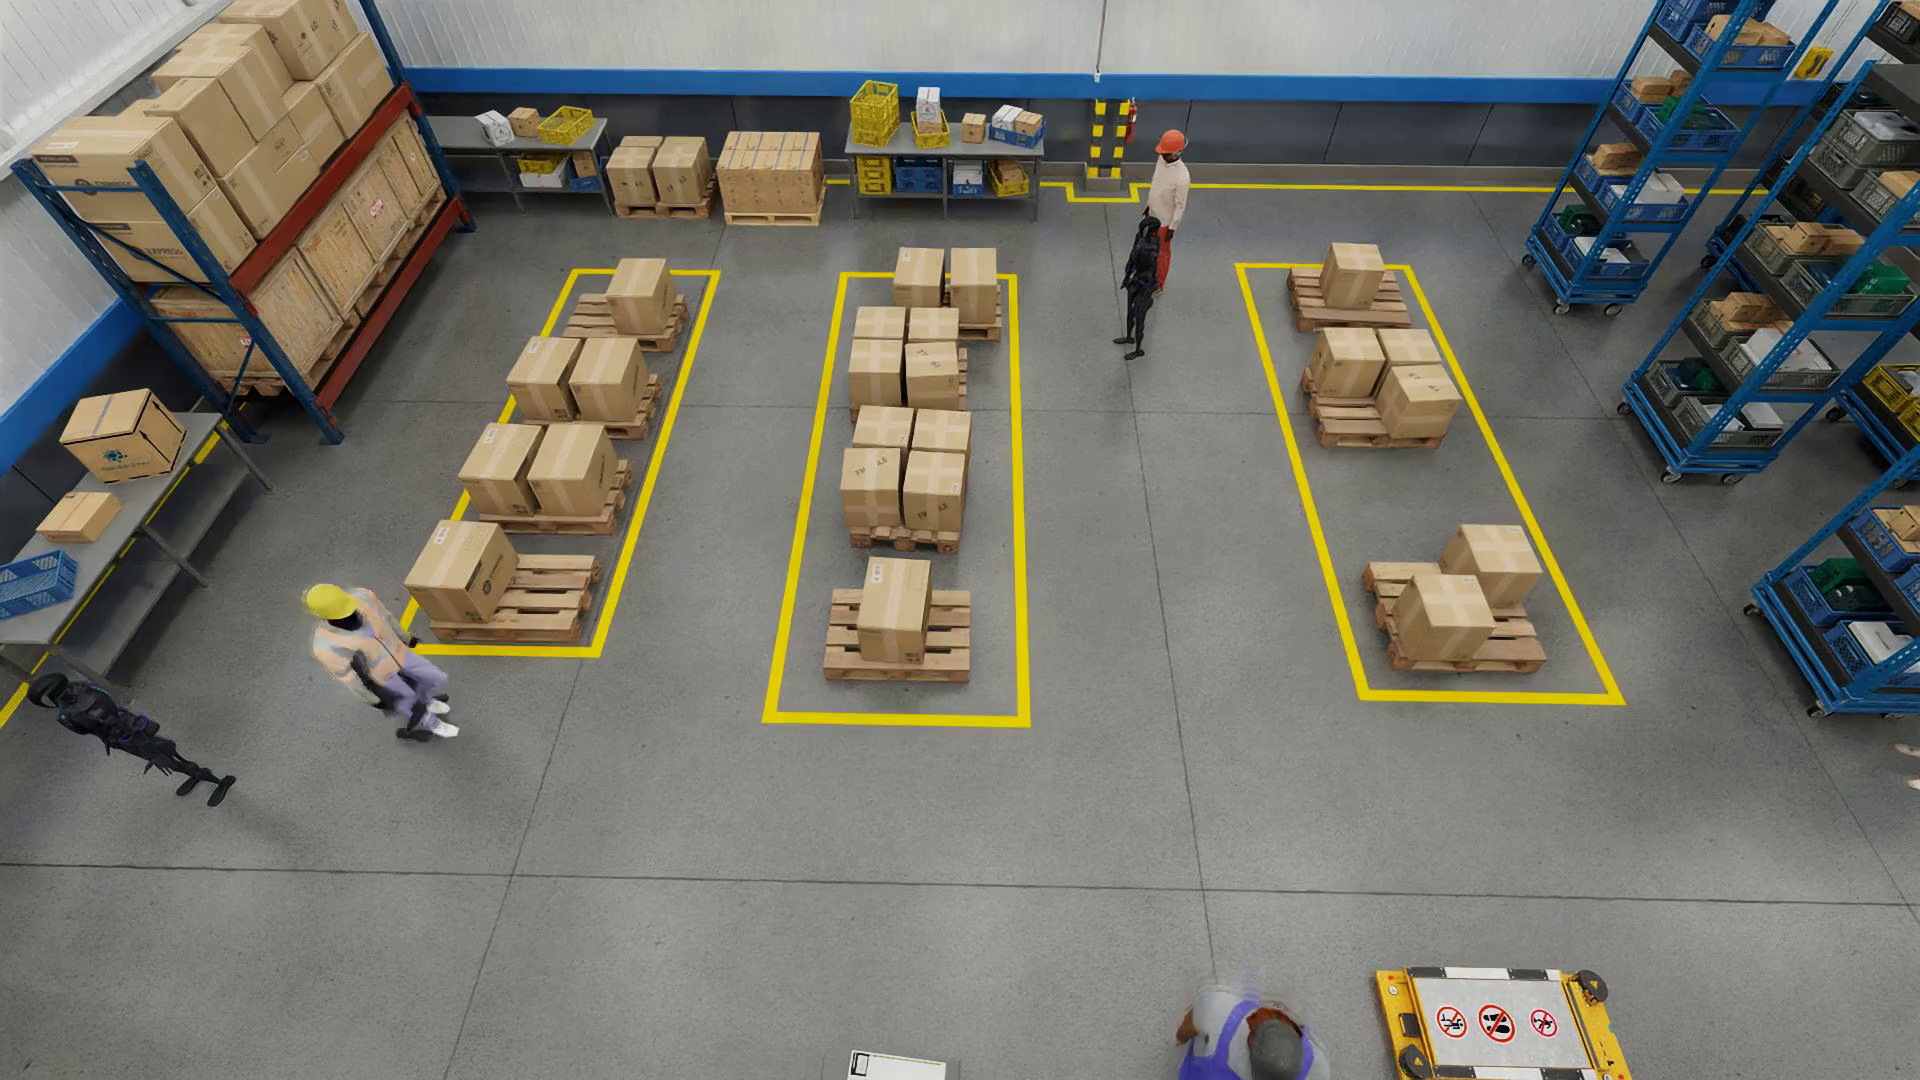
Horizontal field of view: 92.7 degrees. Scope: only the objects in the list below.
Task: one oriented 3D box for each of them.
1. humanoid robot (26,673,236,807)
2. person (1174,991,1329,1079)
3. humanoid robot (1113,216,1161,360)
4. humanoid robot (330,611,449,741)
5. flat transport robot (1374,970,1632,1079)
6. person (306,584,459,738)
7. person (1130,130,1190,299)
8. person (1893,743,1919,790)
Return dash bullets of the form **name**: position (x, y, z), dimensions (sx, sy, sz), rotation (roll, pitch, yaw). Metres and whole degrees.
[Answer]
- **humanoid robot**: position (-5.797, 1.410, 6.419), dimensions (0.609, 1.657, 0.315), rotation (15, 52, 12)
- **person**: position (1.528, 2.861, 5.012), dimensions (0.709, 2.000, 0.667), rotation (23, 55, 18)
- **humanoid robot**: position (1.903, -2.677, 9.751), dimensions (0.314, 1.657, 0.608), rotation (-13, 52, -10)
- **humanoid robot**: position (-4.244, 0.934, 6.826), dimensions (0.429, 1.633, 0.623), rotation (-15, 52, -12)
- **flat transport robot**: position (3.501, 3.133, 5.914), dimensions (1.431, 0.197, 0.652), rotation (1, 51, 1)
- **person**: position (-4.169, 0.911, 6.683), dimensions (0.437, 1.907, 0.603), rotation (8, 51, 7)
- **person**: position (2.272, -3.669, 10.371), dimensions (0.390, 1.984, 0.611), rotation (-16, 53, -13)
- **person**: position (7.498, 1.260, 6.492), dimensions (0.324, 1.766, 0.532), rotation (8, 51, 7)
